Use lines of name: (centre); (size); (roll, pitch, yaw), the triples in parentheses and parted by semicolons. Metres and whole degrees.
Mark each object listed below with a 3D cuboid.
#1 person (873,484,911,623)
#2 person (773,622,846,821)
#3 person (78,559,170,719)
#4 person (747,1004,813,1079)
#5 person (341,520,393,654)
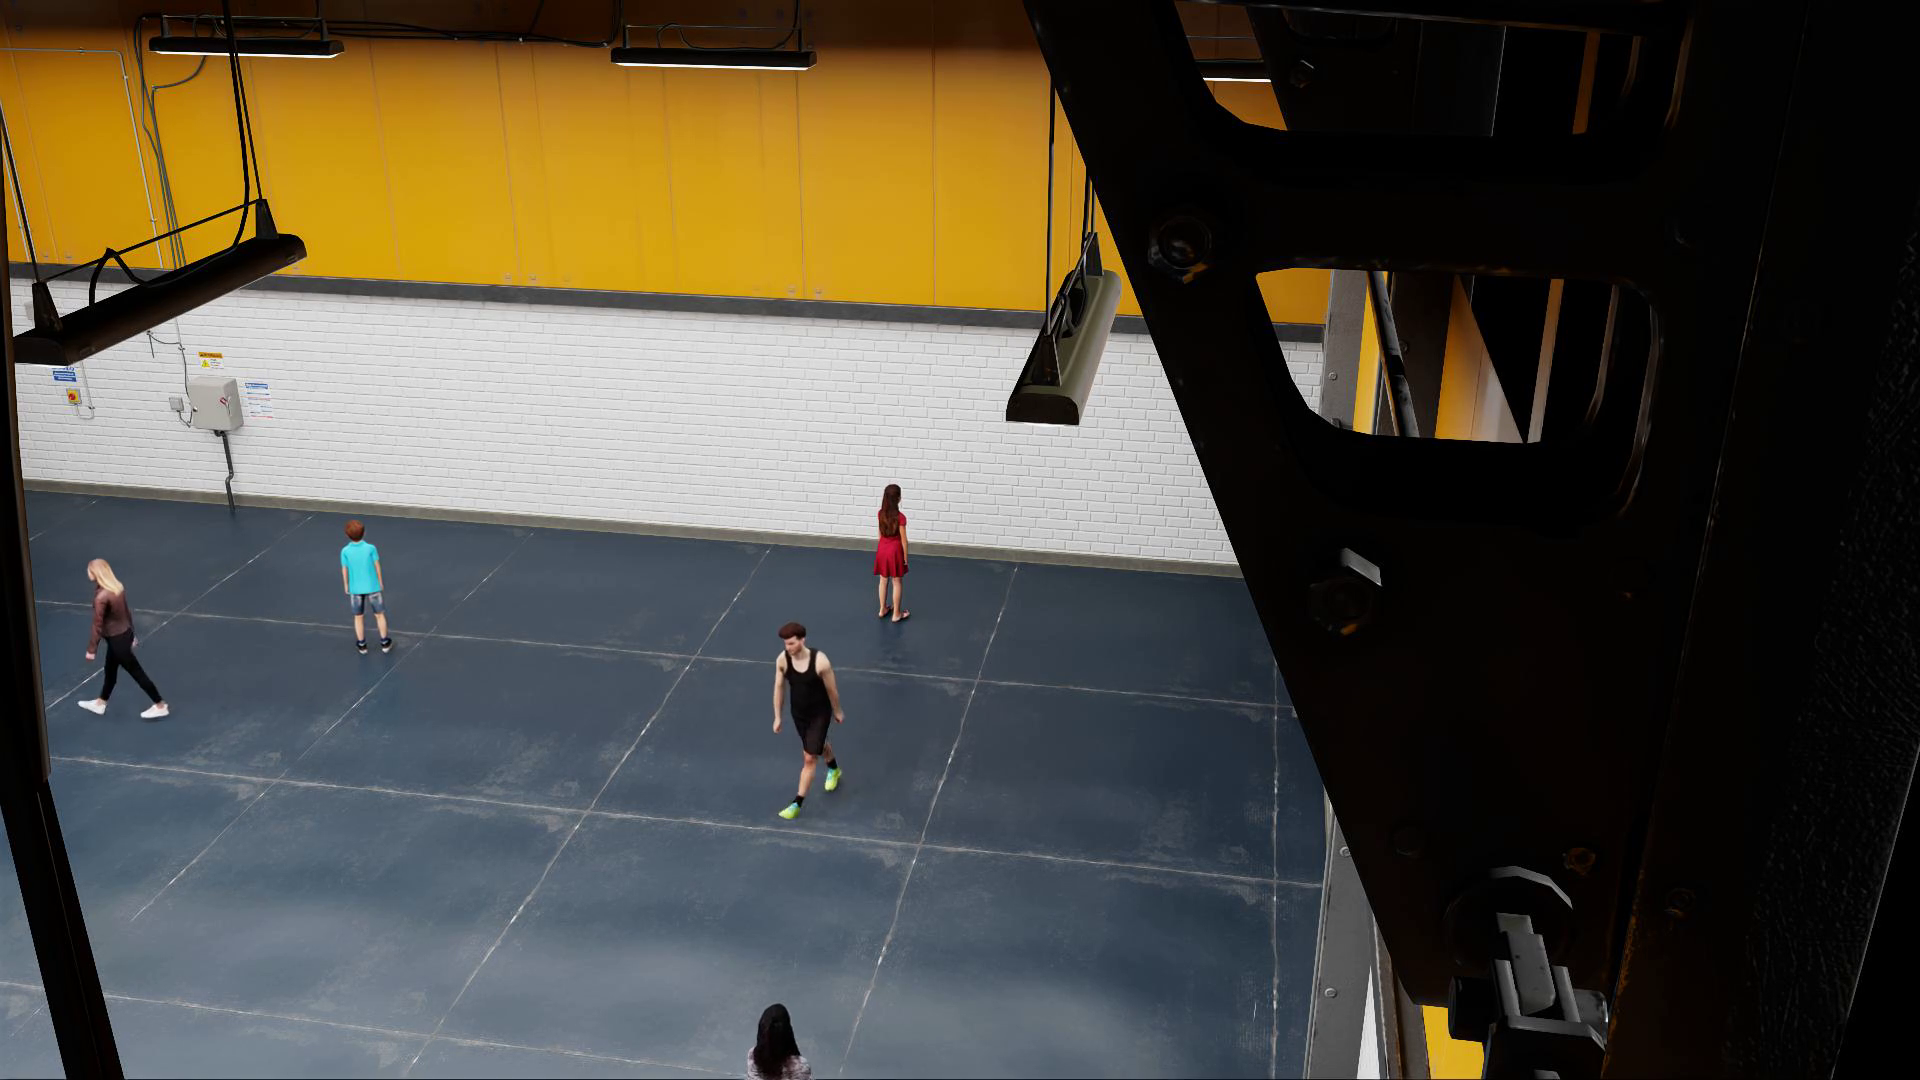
person: (-0.746, 0.126, 17.998); (0.631, 1.551, 0.692); (13, 27, 27)
person: (-1.245, 1.490, 14.551); (0.882, 1.813, 1.299); (8, 25, 18)
person: (-7.938, 0.990, 15.894); (0.917, 1.654, 1.091); (-4, 24, -9)
person: (-1.074, 3.555, 9.941); (0.768, 1.722, 0.952); (11, 26, 23)
person: (-6.212, 0.473, 17.336); (0.598, 1.445, 0.607); (-6, 24, -13)
